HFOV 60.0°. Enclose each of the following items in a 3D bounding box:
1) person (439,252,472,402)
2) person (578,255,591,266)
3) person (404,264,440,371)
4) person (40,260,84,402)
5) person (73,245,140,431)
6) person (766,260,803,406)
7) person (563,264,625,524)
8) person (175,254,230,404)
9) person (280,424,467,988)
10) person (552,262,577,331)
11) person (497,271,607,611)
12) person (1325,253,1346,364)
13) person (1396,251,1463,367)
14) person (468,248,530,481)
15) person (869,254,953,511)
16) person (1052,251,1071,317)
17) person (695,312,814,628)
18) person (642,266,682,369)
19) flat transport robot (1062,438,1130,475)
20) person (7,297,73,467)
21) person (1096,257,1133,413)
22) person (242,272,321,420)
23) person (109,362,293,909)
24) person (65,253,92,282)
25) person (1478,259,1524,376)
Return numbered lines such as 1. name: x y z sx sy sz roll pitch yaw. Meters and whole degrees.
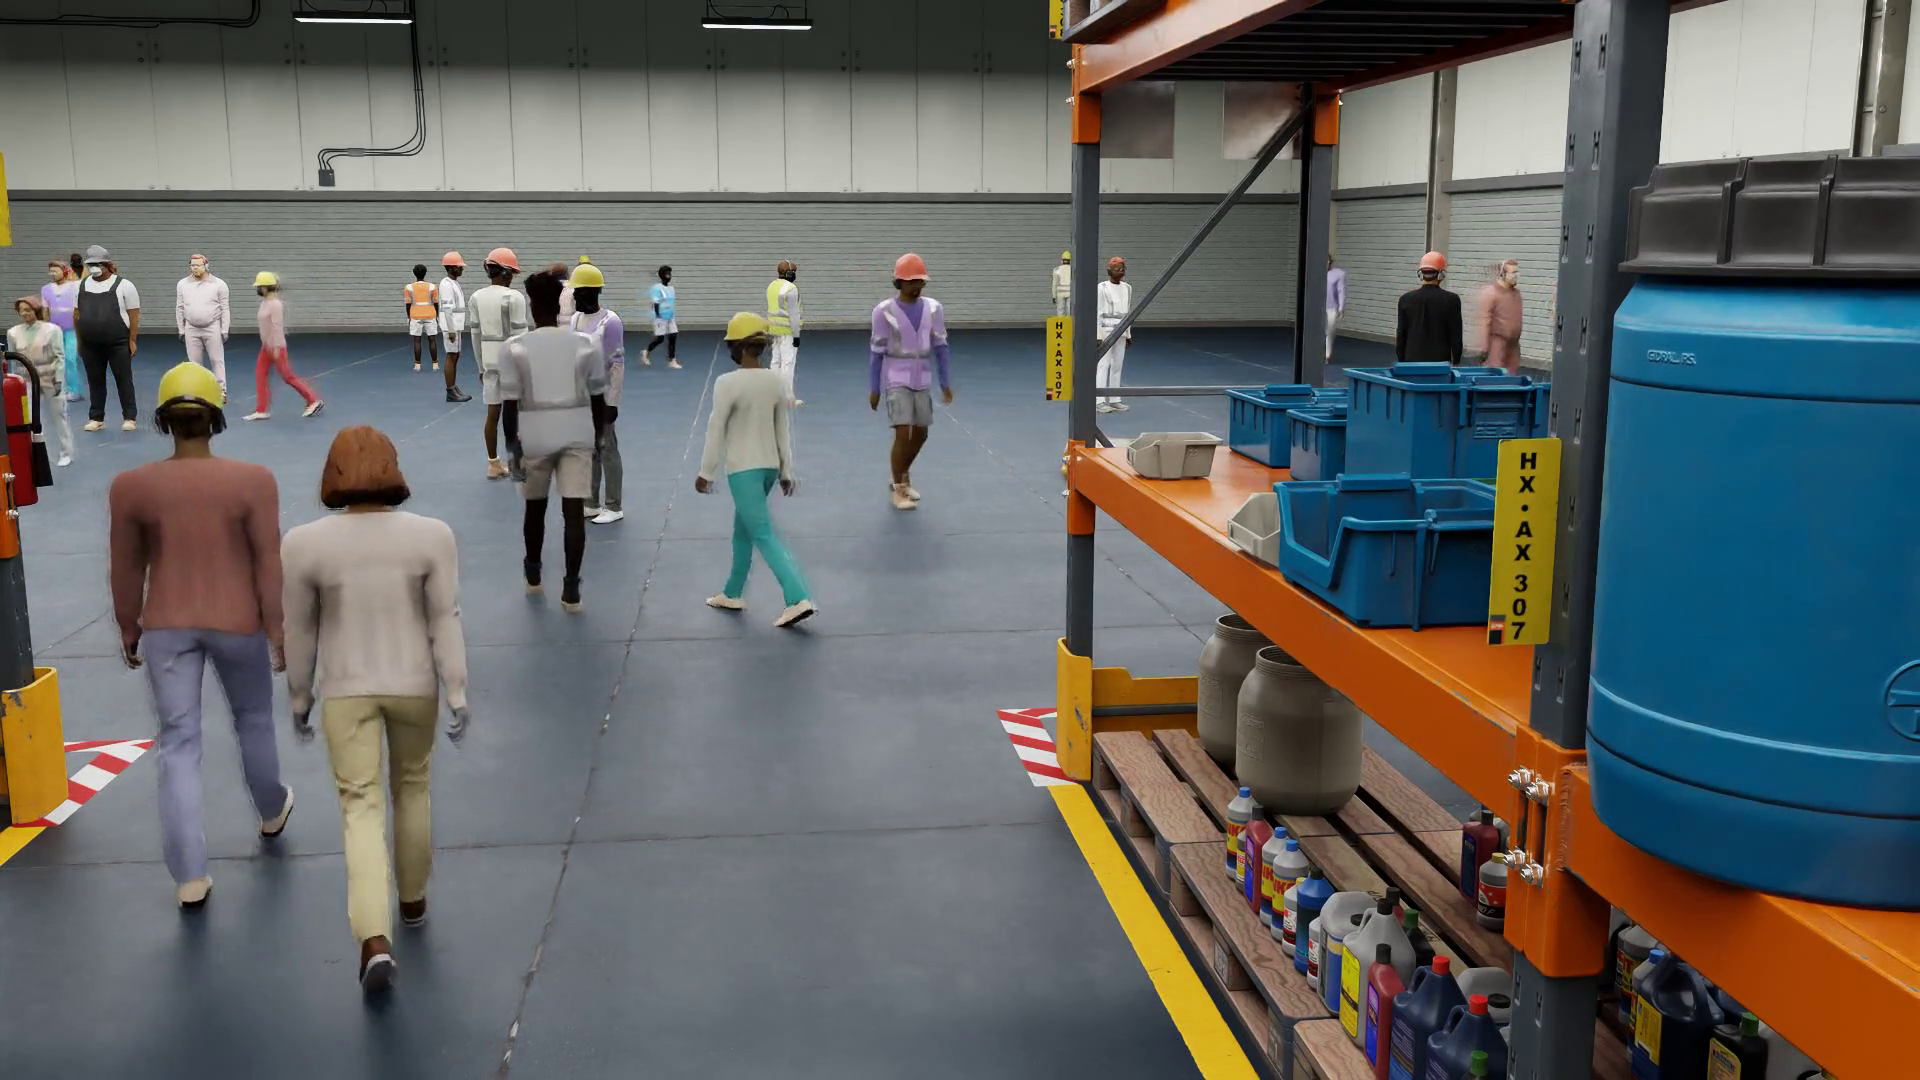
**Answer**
1. person: -6.560 -2.765 21.607 0.371 1.939 0.543 -1 10 -5
2. person: -7.839 -5.093 34.905 0.324 1.743 0.490 4 11 22
3. person: -8.552 -3.532 26.483 0.535 1.697 0.318 -4 11 -21
4. person: -11.576 -2.677 21.429 0.608 1.819 0.699 1 10 6
5. person: -9.414 -2.213 18.305 0.684 2.000 0.538 -1 10 -7
6. person: -2.208 -2.623 21.139 0.430 1.836 0.629 -8 13 -36
7. person: -2.741 -1.085 12.435 0.585 1.927 0.366 9 14 40
8. person: -9.661 -2.680 21.233 0.643 1.908 0.410 -2 10 -10
9. person: -1.699 0.467 4.865 0.499 1.595 0.805 -4 11 -22
10. person: -5.331 -2.803 22.216 0.626 1.800 0.897 -3 11 -16
11. person: -2.373 -0.594 9.728 0.613 1.924 0.908 -3 11 -16
12. person: 6.088 -3.847 27.687 0.633 1.898 1.010 2 11 13
13. person: 4.337 -1.657 15.378 0.612 1.997 0.376 7 12 32
14. person: -3.988 -1.532 14.591 0.605 2.036 0.383 5 11 25
15. person: -0.448 -1.253 13.165 0.627 2.009 0.748 -6 12 -29
16. person: 2.257 -5.205 35.279 0.600 1.829 0.404 1 10 3
17. person: -1.123 -0.396 9.211 0.899 1.724 0.532 7 12 32
18. person: -4.824 -3.590 26.837 0.630 1.679 0.539 6 12 28
19. flat transport robot: 1.300 -0.774 15.267 0.652 0.197 1.431 1 10 7
20. person: -8.419 -1.424 15.211 0.515 1.594 0.846 -1 10 -7
21. person: 1.875 -2.500 20.309 0.579 1.882 0.342 -8 13 -37
22. person: -7.999 -2.282 19.529 0.843 1.737 0.529 -9 14 -41
23. person: -2.504 0.276 5.527 0.555 1.717 0.901 -3 11 -14
24. person: -17.747 -4.878 33.574 0.630 1.807 0.713 -8 13 -39
25. person: 5.983 -2.177 18.545 0.651 1.890 0.611 -8 13 -37
